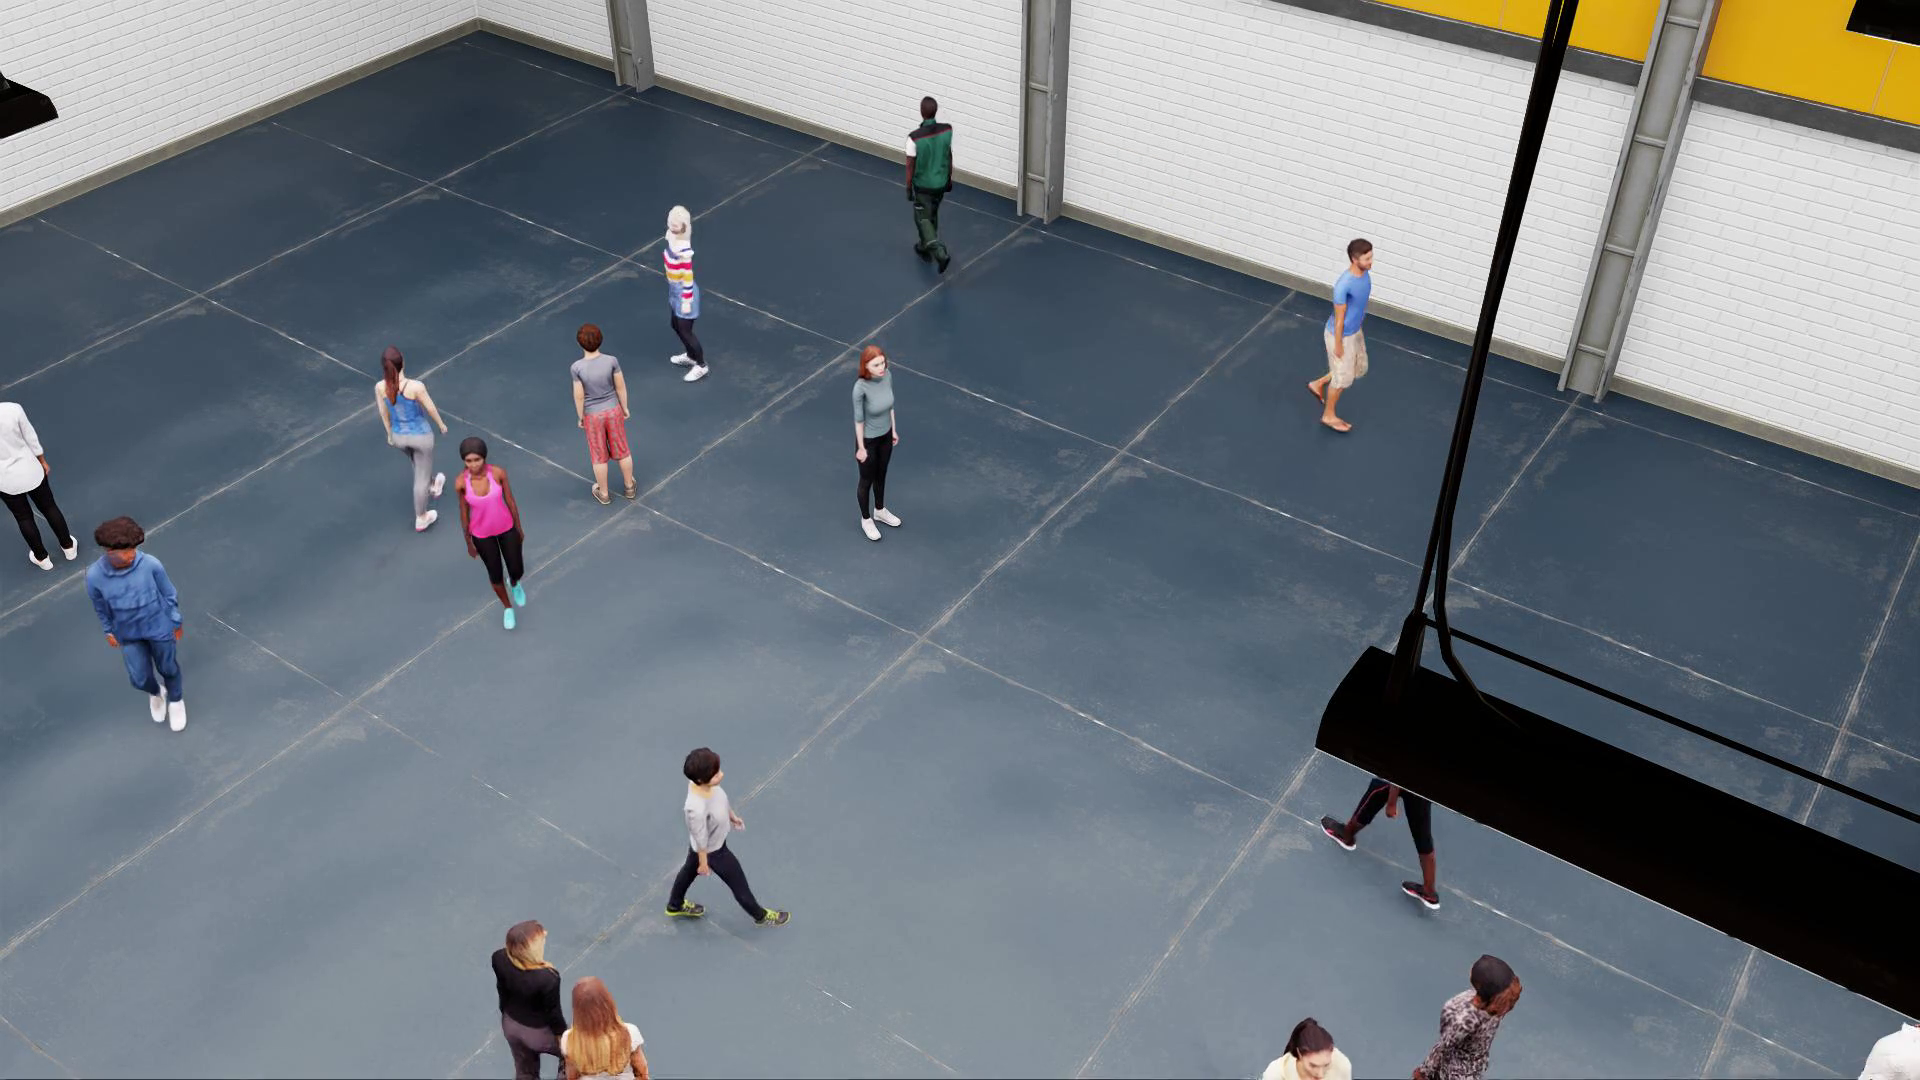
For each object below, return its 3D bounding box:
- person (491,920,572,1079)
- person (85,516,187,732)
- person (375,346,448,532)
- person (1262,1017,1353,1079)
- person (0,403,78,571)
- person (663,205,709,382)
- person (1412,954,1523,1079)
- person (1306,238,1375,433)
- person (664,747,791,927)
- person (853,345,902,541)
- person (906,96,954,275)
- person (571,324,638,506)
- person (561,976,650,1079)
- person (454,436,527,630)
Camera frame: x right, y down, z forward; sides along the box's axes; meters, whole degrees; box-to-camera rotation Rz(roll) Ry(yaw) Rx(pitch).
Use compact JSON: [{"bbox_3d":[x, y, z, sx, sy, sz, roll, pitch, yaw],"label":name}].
[{"bbox_3d":[-2.323,2.712,8.941,0.625,1.652,0.755,13,40,16],"label":"person"},{"bbox_3d":[-5.662,0.540,11.554,0.820,1.786,0.852,-11,40,-13],"label":"person"},{"bbox_3d":[-4.430,-0.777,13.365,0.946,1.583,0.871,7,39,9],"label":"person"},{"bbox_3d":[1.739,2.983,8.659,1.074,1.581,1.181,-9,40,-11],"label":"person"},{"bbox_3d":[-7.327,-0.549,12.899,0.693,1.809,0.668,-26,45,-29],"label":"person"},{"bbox_3d":[-2.493,-2.238,15.037,0.841,1.779,0.677,-8,39,-9],"label":"person"},{"bbox_3d":[2.675,2.834,8.755,0.732,1.693,1.125,-29,47,-31],"label":"person"},{"bbox_3d":[3.274,-1.824,14.467,0.744,1.844,0.649,24,45,27],"label":"person"},{"bbox_3d":[-1.605,1.835,10.151,1.084,1.513,0.967,-2,39,-3],"label":"person"},{"bbox_3d":[-0.676,-0.802,13.268,0.572,1.743,0.615,30,48,32],"label":"person"},{"bbox_3d":[-0.269,-3.518,16.606,0.960,1.821,1.153,-19,42,-22],"label":"person"},{"bbox_3d":[-2.928,-1.028,13.625,0.662,1.651,0.689,-14,41,-17],"label":"person"},{"bbox_3d":[-1.810,2.951,8.631,0.843,1.666,0.865,4,39,5],"label":"person"},{"bbox_3d":[-3.486,-0.109,12.423,0.736,1.715,0.799,-11,40,-14],"label":"person"}]
